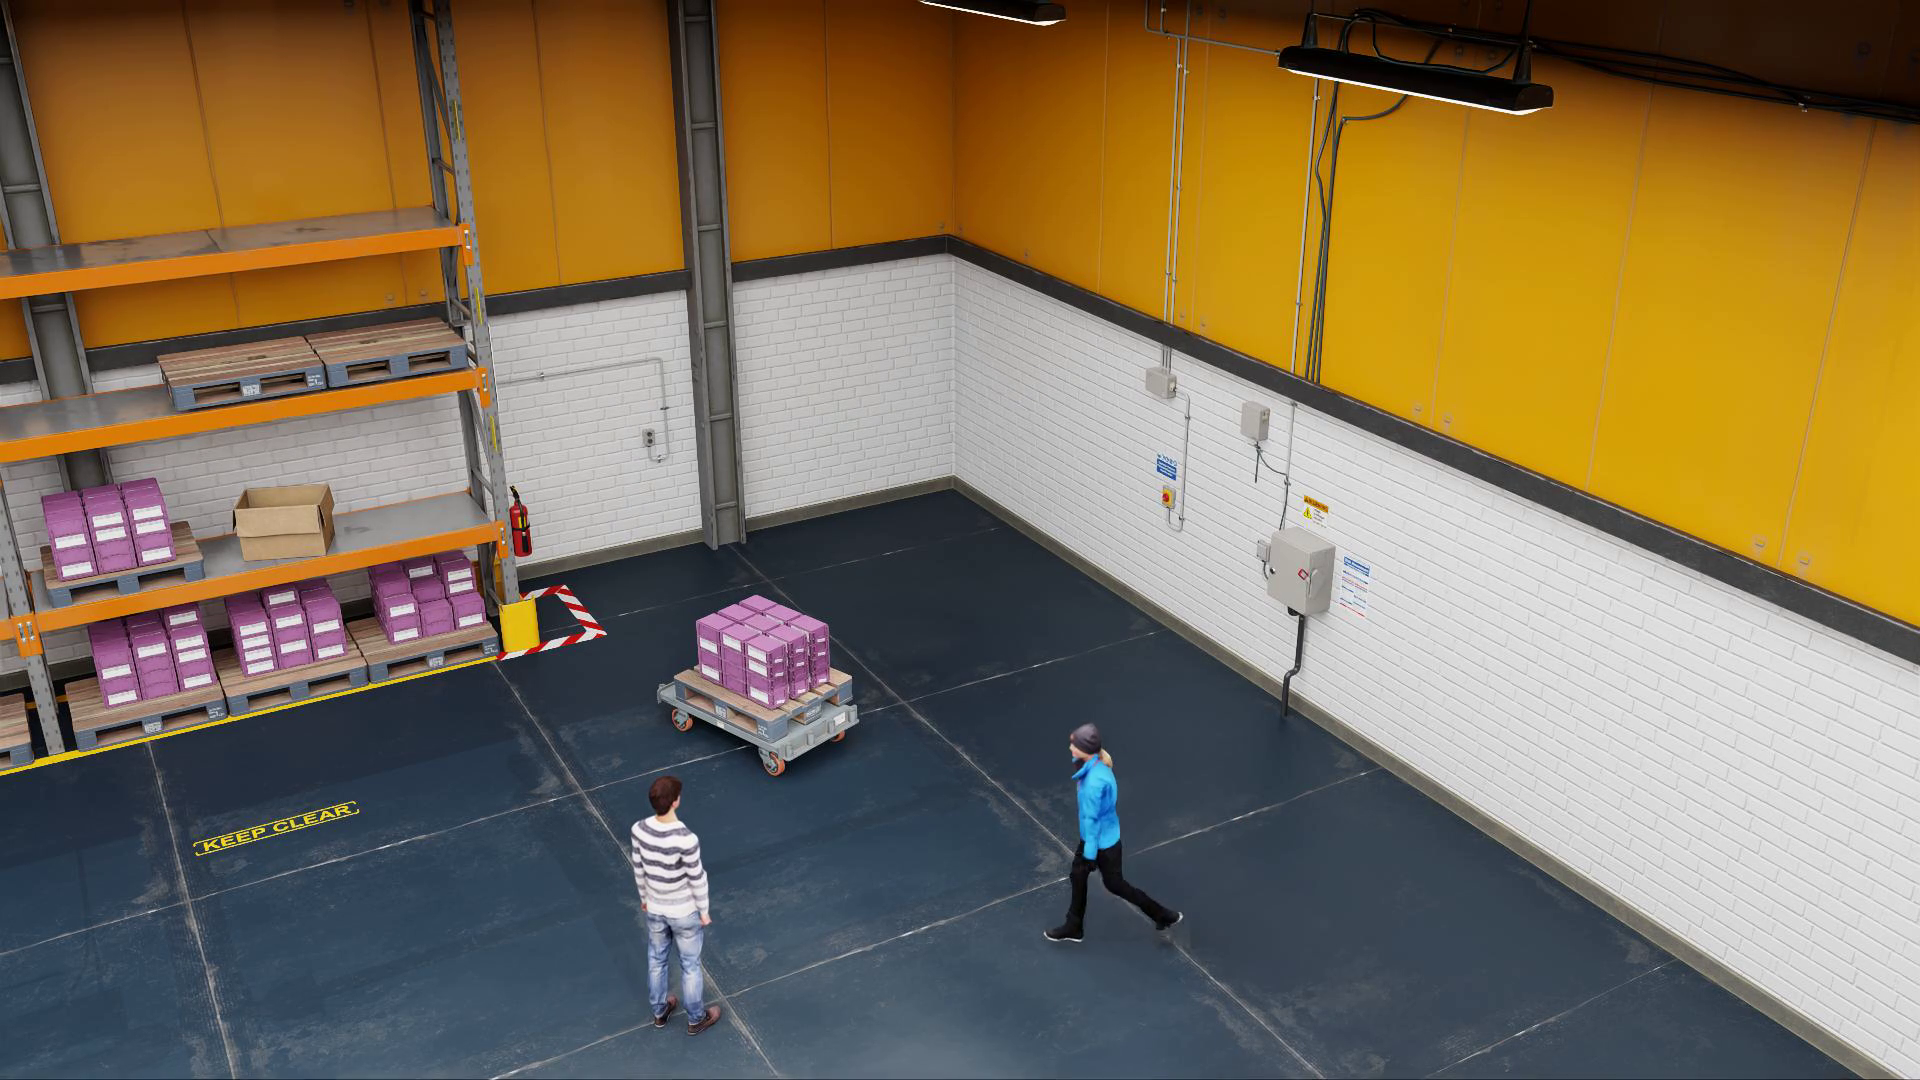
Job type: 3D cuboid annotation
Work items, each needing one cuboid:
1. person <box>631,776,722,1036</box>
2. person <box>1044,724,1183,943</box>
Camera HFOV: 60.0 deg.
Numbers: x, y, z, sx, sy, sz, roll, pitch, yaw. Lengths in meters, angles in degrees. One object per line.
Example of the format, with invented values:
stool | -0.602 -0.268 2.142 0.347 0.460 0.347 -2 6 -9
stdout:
person | -1.857 2.345 10.713 0.722 1.852 0.746 9 25 20
person | 1.076 2.080 11.453 1.256 1.746 1.064 2 24 5
